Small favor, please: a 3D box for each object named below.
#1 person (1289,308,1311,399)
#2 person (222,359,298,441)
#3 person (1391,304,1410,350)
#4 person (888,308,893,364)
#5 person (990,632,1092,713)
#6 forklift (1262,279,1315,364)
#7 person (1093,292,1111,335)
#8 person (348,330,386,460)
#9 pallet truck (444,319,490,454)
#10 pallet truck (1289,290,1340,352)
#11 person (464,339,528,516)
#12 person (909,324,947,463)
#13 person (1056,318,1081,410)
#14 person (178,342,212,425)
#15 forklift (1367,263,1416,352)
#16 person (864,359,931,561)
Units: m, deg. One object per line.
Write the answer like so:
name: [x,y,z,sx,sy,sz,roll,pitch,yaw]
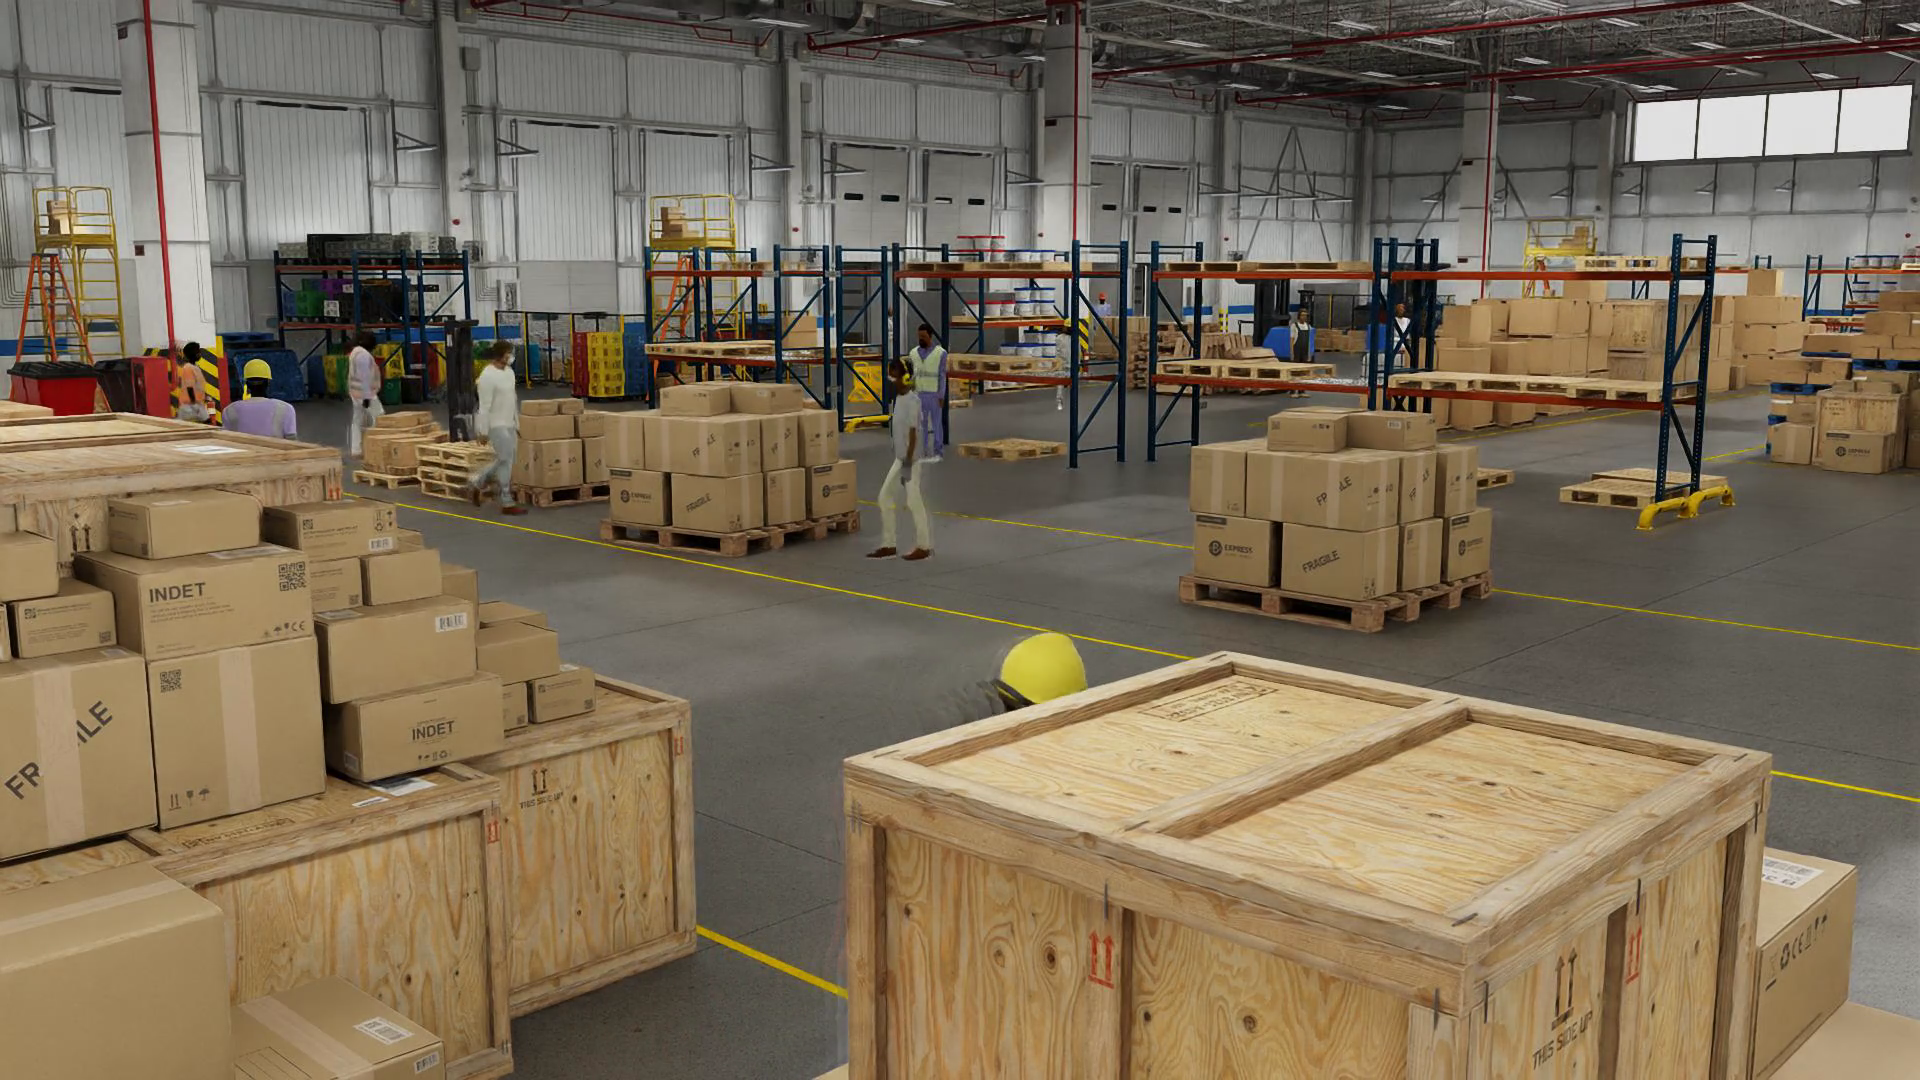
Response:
person: [6.996,-3.827,34.174,0.506,1.847,0.343,-5,10,-28]
person: [-5.748,-0.529,13.735,0.585,1.918,0.393,-1,9,-7]
person: [9.700,-4.281,36.839,0.582,1.882,0.338,-3,10,-17]
person: [-1.909,-5.319,43.978,0.314,1.634,0.515,2,9,11]
person: [0.126,1.095,4.307,0.737,1.739,0.531,-6,11,-34]
forklift: [8.555,-6.090,44.881,1.873,2.768,1.129,9,13,43]
person: [4.383,-6.675,51.387,0.544,1.930,0.389,1,9,6]
person: [-8.188,-2.015,23.183,0.759,1.803,0.644,-6,11,-33]
pallet truck: [-6.981,-1.942,22.150,1.885,1.965,0.823,1,9,9]
pallet truck: [11.297,-6.951,52.861,1.885,1.965,0.823,-5,11,-29]
person: [-5.045,-1.220,17.998,0.706,1.912,0.657,1,9,9]
person: [-0.435,-2.014,22.883,0.584,1.911,0.391,5,11,29]
person: [2.050,-3.320,31.413,0.487,1.738,0.320,0,9,-2]
person: [-10.540,-1.896,22.921,0.895,1.647,0.545,-1,9,-7]
forklift: [12.546,-6.399,46.778,1.129,2.768,1.873,-9,13,-44]
person: [-0.580,-0.705,15.030,0.749,1.841,0.572,-4,10,-21]
